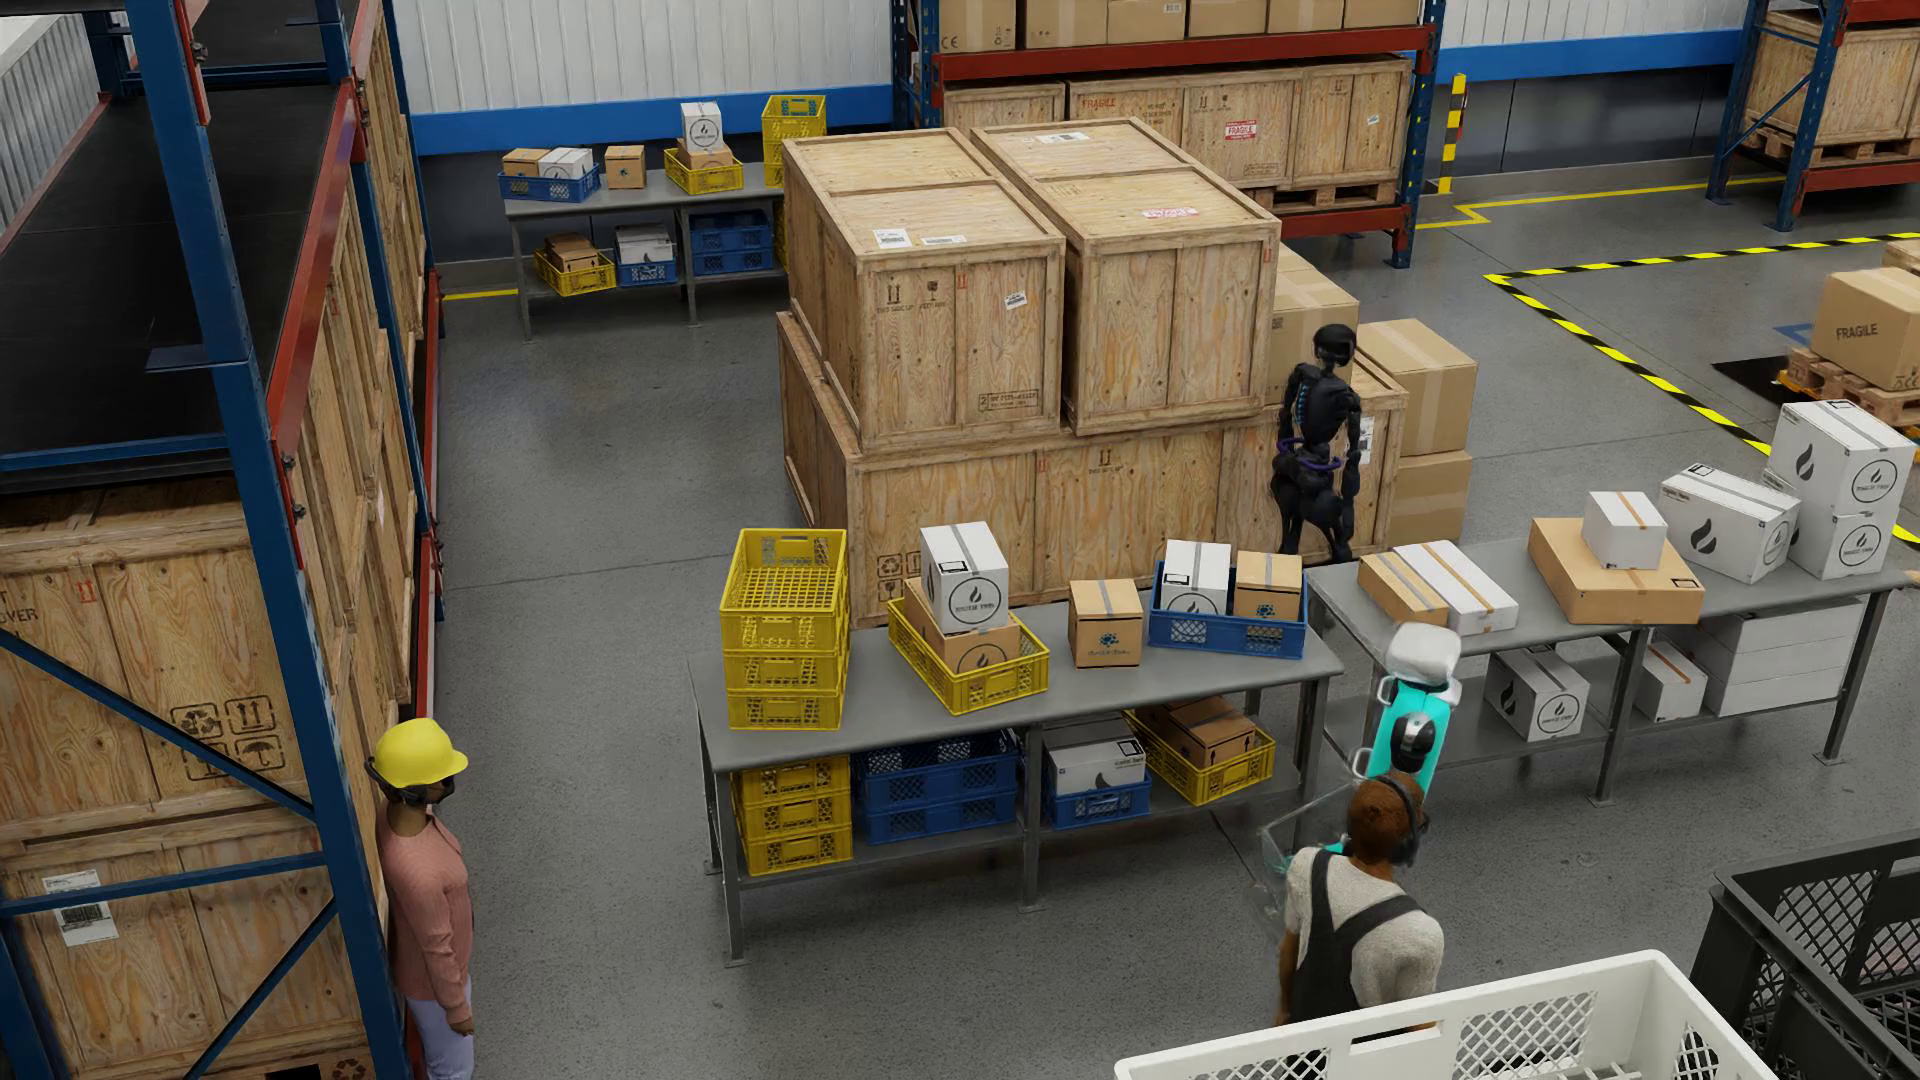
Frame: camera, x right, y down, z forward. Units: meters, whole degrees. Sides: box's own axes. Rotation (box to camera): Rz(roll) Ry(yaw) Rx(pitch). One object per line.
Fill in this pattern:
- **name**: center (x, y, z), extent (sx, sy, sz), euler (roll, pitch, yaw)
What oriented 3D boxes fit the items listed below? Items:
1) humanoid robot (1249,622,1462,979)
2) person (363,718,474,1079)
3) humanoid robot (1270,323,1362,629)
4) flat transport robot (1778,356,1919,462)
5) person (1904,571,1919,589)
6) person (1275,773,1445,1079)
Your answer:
- **humanoid robot**: center (1.251, 1.083, 5.747), extent (0.722, 1.899, 0.551), euler (10, 30, 18)
- **person**: center (-1.605, 1.311, 5.195), extent (0.336, 1.761, 0.523), euler (-12, 31, -20)
- **humanoid robot**: center (1.723, -0.296, 8.197), extent (0.376, 1.650, 0.598), euler (-15, 32, -25)
- **flat transport robot**: center (6.016, -0.864, 10.656), extent (0.652, 0.197, 1.431), euler (-7, 30, -13)
- **person**: center (5.216, -0.558, 8.289), extent (0.365, 2.048, 0.607), euler (1, 29, 2)
- **person**: center (1.130, 1.461, 4.835), extent (0.332, 1.839, 0.508), euler (-22, 36, -34)
